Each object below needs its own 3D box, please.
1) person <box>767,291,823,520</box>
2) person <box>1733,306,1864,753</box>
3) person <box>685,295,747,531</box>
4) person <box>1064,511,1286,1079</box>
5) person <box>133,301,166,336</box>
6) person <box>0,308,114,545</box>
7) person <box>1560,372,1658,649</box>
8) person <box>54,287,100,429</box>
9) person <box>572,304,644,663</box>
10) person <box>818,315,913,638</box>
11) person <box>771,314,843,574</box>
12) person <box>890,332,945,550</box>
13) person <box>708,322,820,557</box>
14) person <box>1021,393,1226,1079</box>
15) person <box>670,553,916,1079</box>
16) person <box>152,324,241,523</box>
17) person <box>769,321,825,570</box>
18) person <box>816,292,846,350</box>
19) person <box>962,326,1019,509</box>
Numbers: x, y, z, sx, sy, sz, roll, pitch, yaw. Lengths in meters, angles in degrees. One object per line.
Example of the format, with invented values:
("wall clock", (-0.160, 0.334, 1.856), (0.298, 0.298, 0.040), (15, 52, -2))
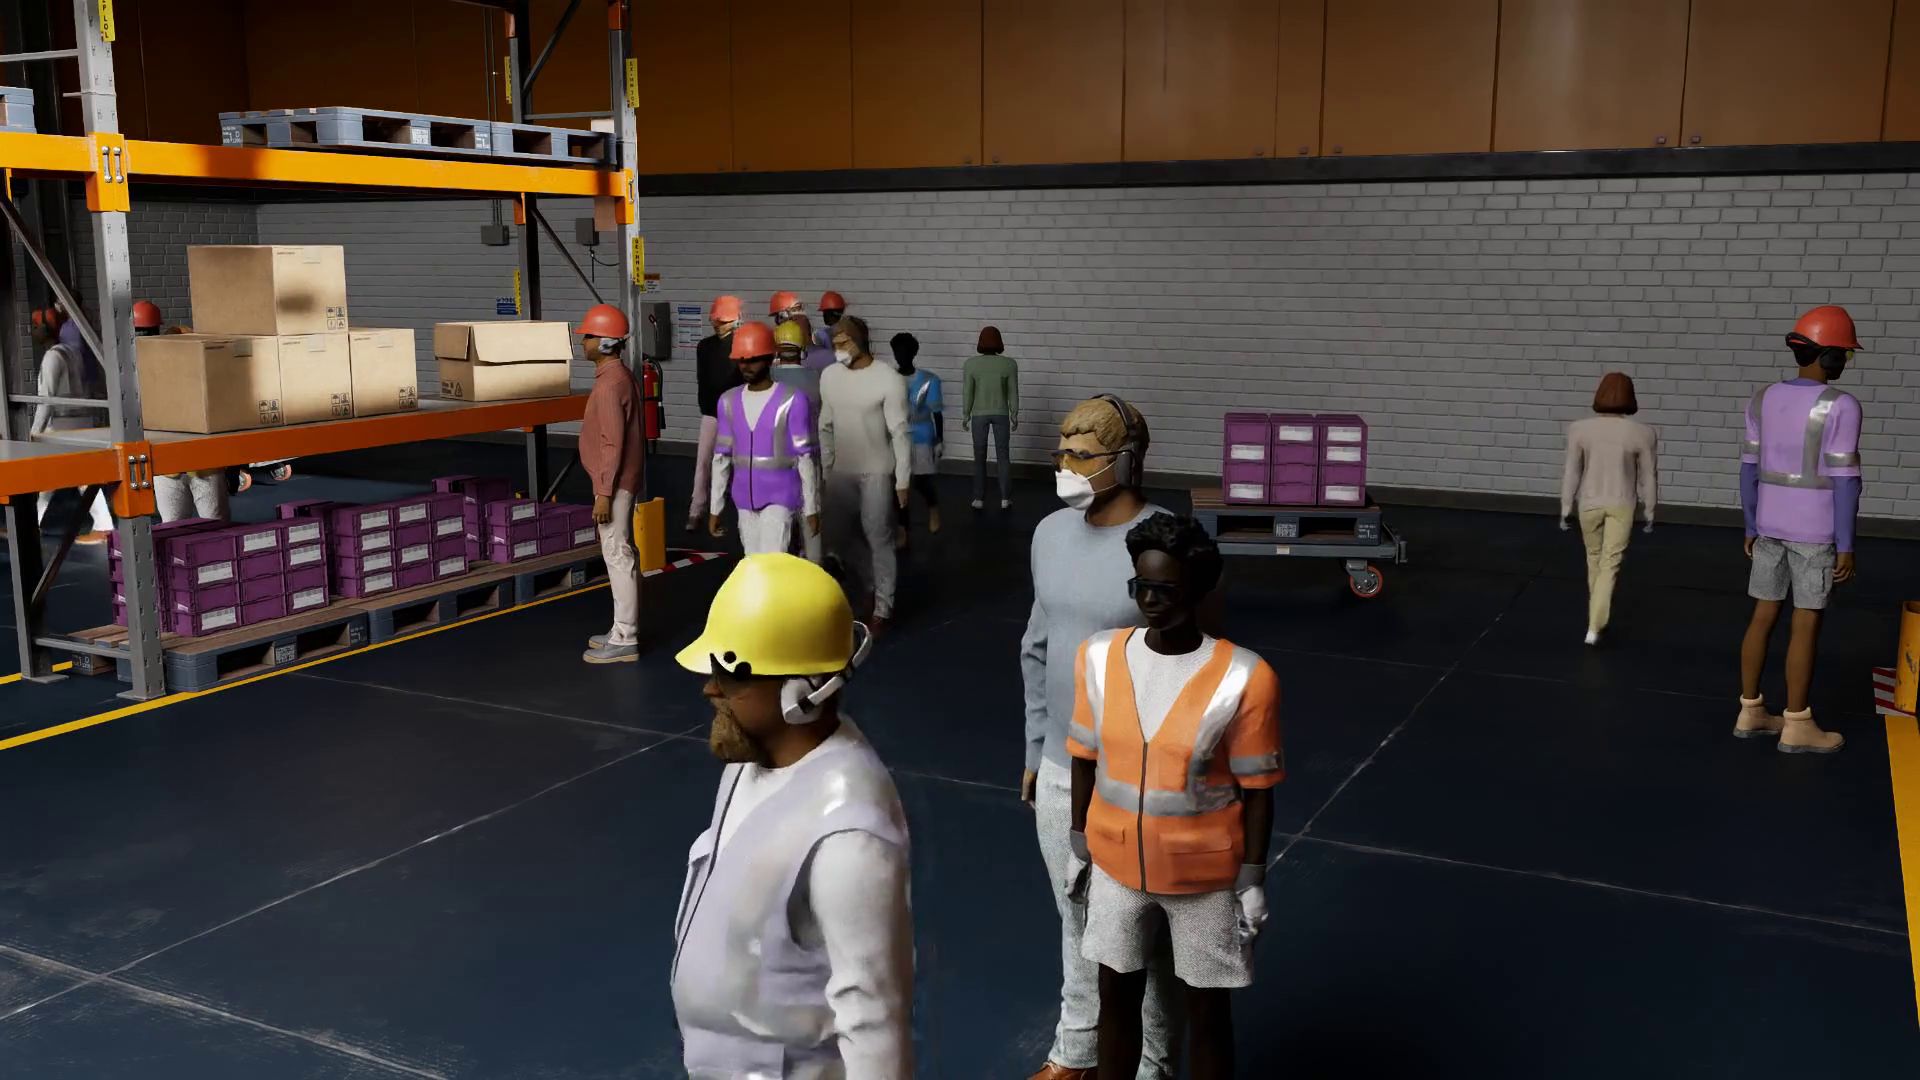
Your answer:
("person", (-1.454, -1.136, 14.202), (0.849, 1.941, 0.671), (10, 14, 44))
("person", (3.885, -0.050, 7.659), (0.393, 2.041, 0.614), (-3, 10, -19))
("person", (-1.920, -1.073, 13.888), (0.613, 1.950, 0.946), (3, 10, 19))
("person", (0.486, 0.769, 3.913), (0.533, 1.697, 0.322), (5, 11, 29))
("person", (-5.780, -0.738, 11.946), (0.548, 1.937, 0.368), (0, 10, -1))
("person", (-7.085, -0.857, 12.887), (0.935, 1.840, 0.599), (-4, 11, -23))
("person", (3.794, -0.182, 9.736), (0.513, 1.592, 0.872), (6, 12, 32))
("person", (-8.930, -1.584, 16.841), (0.372, 1.940, 0.631), (-4, 10, -20))
("person", (-1.951, -0.314, 9.319), (0.375, 1.997, 0.611), (-1, 10, -5))
("person", (-0.566, -0.379, 9.931), (0.697, 1.915, 0.495), (7, 12, 34))
("person", (-1.044, -0.696, 11.970), (0.665, 1.850, 0.988), (-2, 10, -10))
("person", (-0.374, -0.772, 12.867), (0.542, 1.680, 0.468), (3, 10, 16))
("person", (-1.102, -0.190, 8.828), (0.581, 1.911, 0.774), (5, 11, 25))
("person", (0.386, 0.594, 4.229), (0.356, 1.938, 0.633), (-8, 12, -38))
("person", (-0.201, 0.895, 2.865), (0.780, 1.810, 0.581), (-3, 10, -15))
("person", (-4.878, -0.444, 10.555), (0.625, 1.836, 0.428), (-1, 10, -5))
("person", (-1.122, -0.542, 11.112), (0.603, 1.830, 0.404), (-1, 10, -7))
("person", (-1.305, -1.435, 16.106), (0.845, 1.901, 0.556), (7, 12, 34))
("person", (0.272, -1.093, 14.881), (0.507, 1.631, 0.275), (-1, 10, -4))
